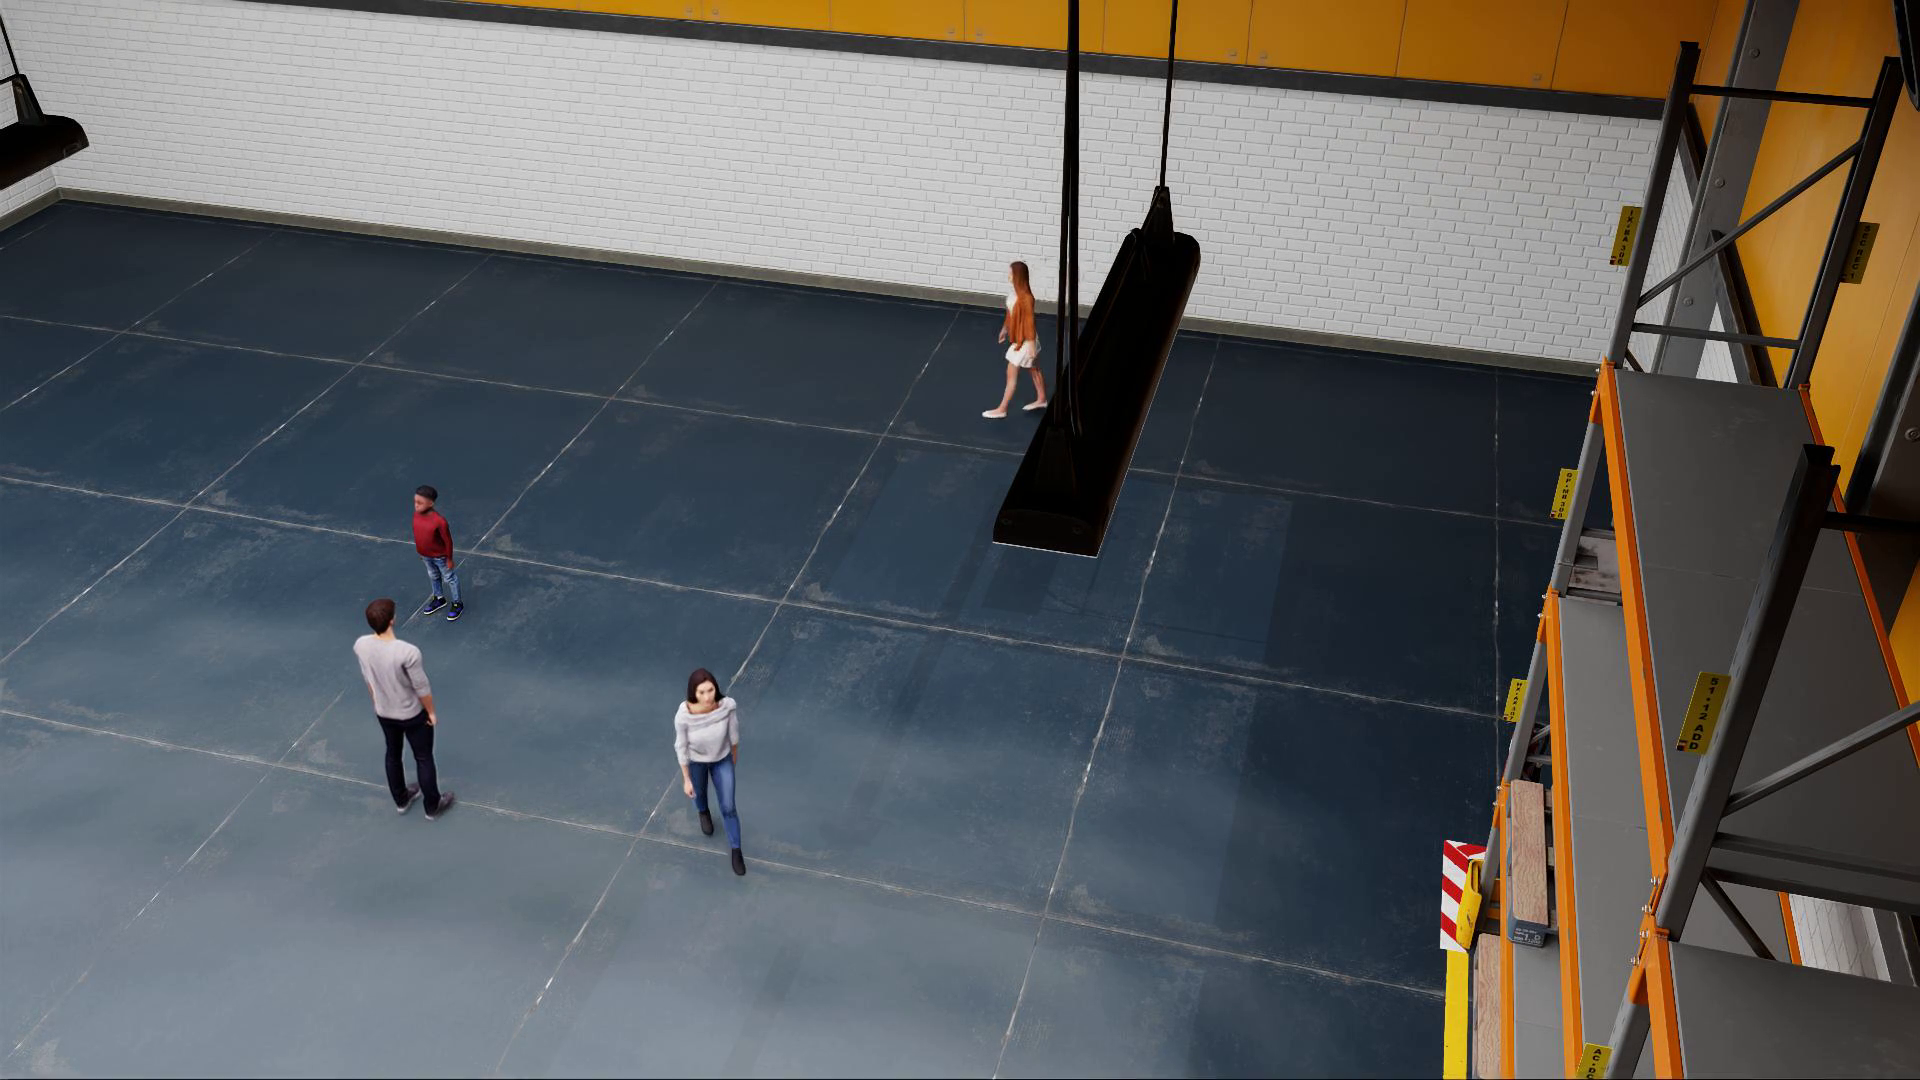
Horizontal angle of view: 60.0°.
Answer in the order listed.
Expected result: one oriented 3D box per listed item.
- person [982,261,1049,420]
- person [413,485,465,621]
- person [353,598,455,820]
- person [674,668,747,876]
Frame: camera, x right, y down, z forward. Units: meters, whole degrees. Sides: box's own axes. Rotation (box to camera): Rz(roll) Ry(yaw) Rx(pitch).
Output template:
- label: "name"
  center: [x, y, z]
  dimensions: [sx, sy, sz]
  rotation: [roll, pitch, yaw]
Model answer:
- label: "person"
  center: [0.725, -2.029, 16.775]
  dimensions: [0.931, 1.693, 1.002]
  rotation: [-5, 34, -8]
- label: "person"
  center: [-4.408, 0.086, 13.989]
  dimensions: [0.539, 1.255, 0.533]
  rotation: [15, 36, 21]
- label: "person"
  center: [-3.978, 1.193, 11.795]
  dimensions: [0.643, 1.841, 0.529]
  rotation: [8, 34, 11]
- label: "person"
  center: [-1.778, 1.508, 11.552]
  dimensions: [0.958, 1.586, 1.123]
  rotation: [-10, 35, -15]
